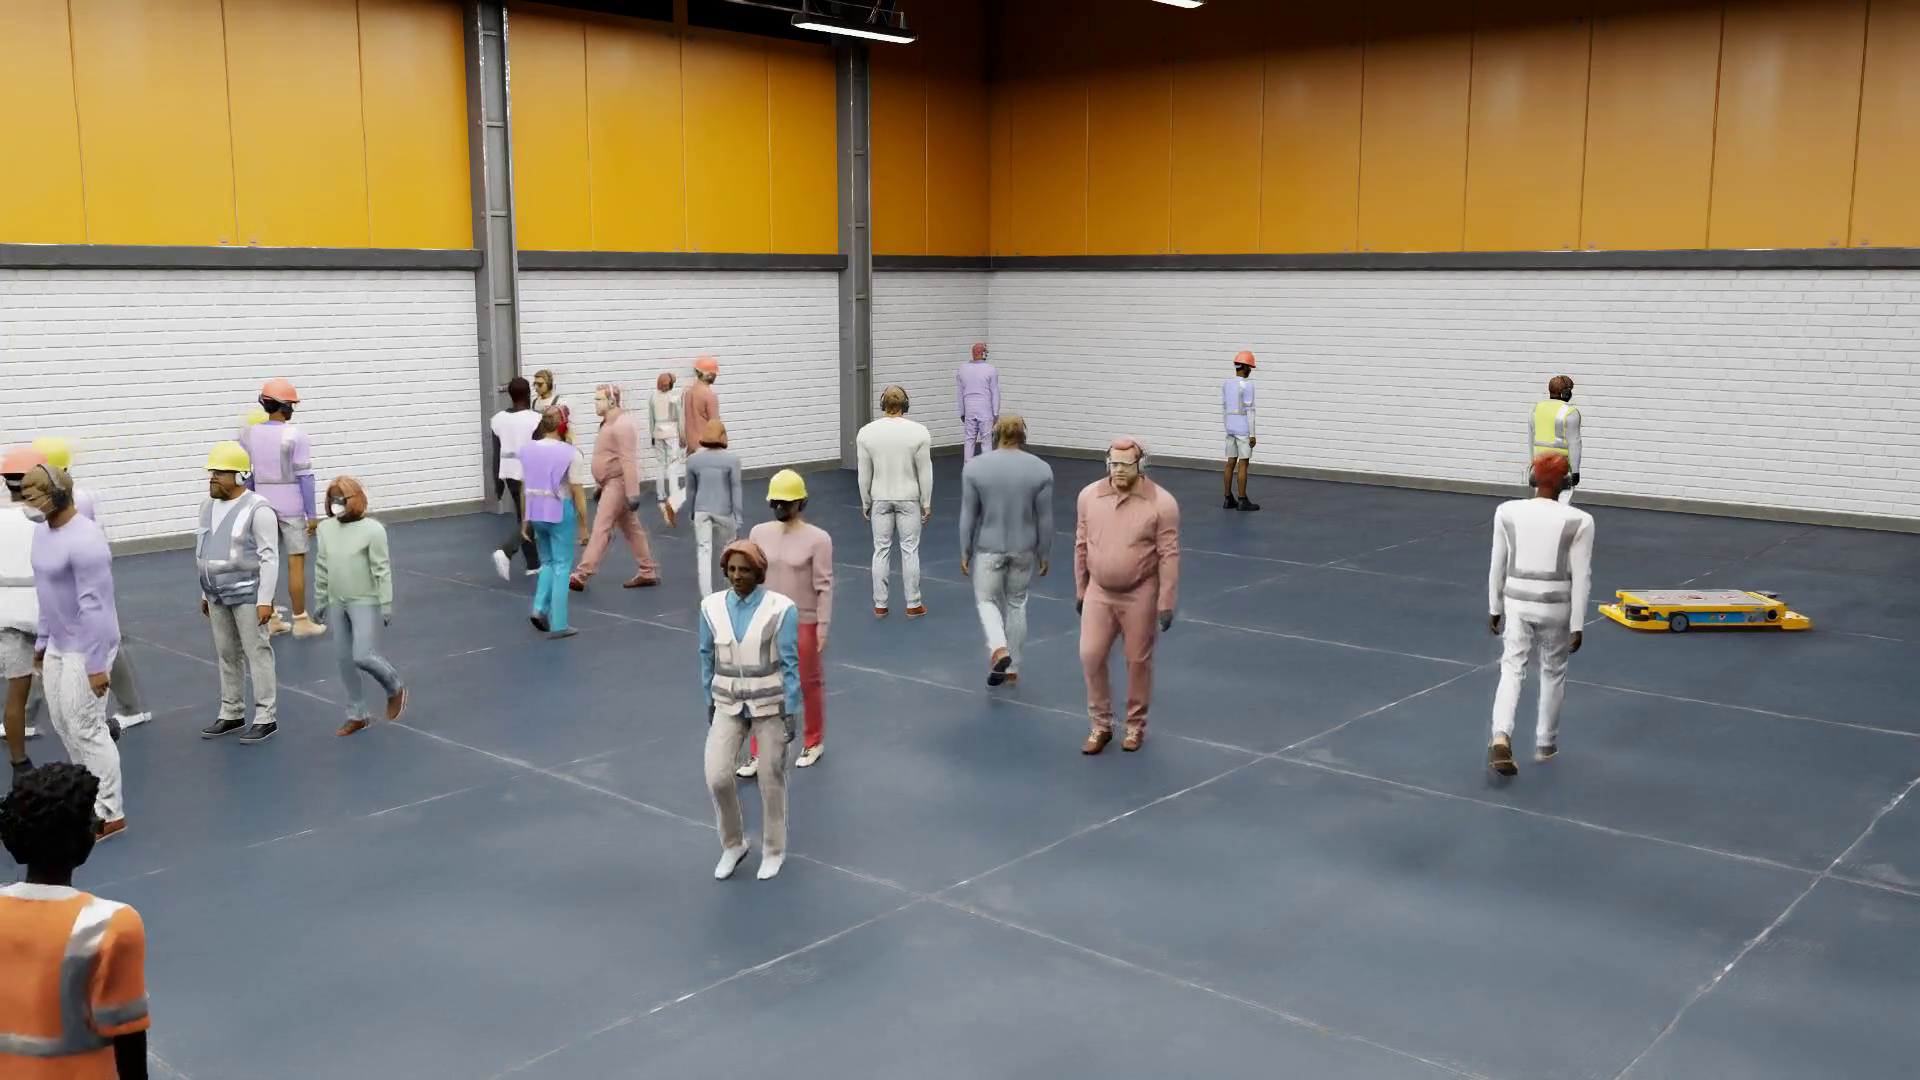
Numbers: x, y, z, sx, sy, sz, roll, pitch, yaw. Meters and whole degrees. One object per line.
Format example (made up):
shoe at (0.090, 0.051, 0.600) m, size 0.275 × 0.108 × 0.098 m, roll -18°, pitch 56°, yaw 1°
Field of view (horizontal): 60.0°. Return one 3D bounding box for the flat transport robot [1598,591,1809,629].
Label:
flat transport robot at (6.015, 0.559, 13.485) m, size 1.431 × 0.197 × 0.652 m, roll 0°, pitch 9°, yaw -1°

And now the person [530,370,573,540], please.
person at (-4.482, -0.902, 17.801) m, size 0.551 × 1.817 × 0.809 m, roll 5°, pitch 10°, yaw 29°

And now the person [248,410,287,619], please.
person at (-5.754, -0.203, 13.744) m, size 0.502 × 1.722 × 0.506 m, roll -7°, pitch 12°, yaw -39°

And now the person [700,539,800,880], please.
person at (-0.976, 0.802, 7.740) m, size 0.523 × 1.623 × 0.452 m, roll 2°, pitch 9°, yaw 13°

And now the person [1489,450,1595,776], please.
person at (3.272, 0.414, 9.460) m, size 0.577 × 1.858 × 0.884 m, roll 6°, pitch 11°, yaw 31°

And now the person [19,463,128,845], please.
person at (-4.398, 0.564, 8.289) m, size 0.649 × 1.918 × 0.409 m, roll 8°, pitch 12°, yaw 42°

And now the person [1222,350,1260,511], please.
person at (3.395, -1.316, 20.071) m, size 0.366 × 1.931 × 0.542 m, roll -5°, pitch 10°, yaw -30°

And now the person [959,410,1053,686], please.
person at (0.324, 0.085, 11.302) m, size 0.657 × 1.918 × 0.596 m, roll -1°, pitch 9°, yaw -8°

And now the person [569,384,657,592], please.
person at (-3.192, -0.460, 14.887) m, size 0.985 × 1.858 × 0.675 m, roll -3°, pitch 10°, yaw -21°

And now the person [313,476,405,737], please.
person at (-3.726, 0.403, 10.268) m, size 0.507 × 1.623 × 0.409 m, roll 4°, pitch 10°, yaw 21°

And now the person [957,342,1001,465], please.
person at (0.281, -1.779, 23.050) m, size 0.641 × 1.908 × 0.407 m, roll 5°, pitch 10°, yaw 27°

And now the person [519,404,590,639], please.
person at (-3.153, -0.138, 12.956) m, size 0.598 × 1.832 × 0.452 m, roll 4°, pitch 10°, yaw 24°

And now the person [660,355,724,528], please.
person at (-2.924, -1.075, 18.463) m, size 0.859 × 1.963 × 0.611 m, roll -6°, pitch 11°, yaw -32°

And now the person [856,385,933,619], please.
person at (-0.531, -0.309, 13.718) m, size 0.631 × 1.940 × 0.372 m, roll 1°, pitch 9°, yaw 8°

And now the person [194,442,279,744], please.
person at (-4.405, 0.317, 10.106) m, size 0.591 × 1.837 × 0.403 m, roll 4°, pitch 10°, yaw 25°

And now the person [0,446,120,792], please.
person at (-5.146, 0.417, 9.337) m, size 0.565 × 1.878 × 0.996 m, roll 0°, pitch 9°, yaw -2°

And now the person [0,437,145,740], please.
person at (-5.466, 0.308, 10.076) m, size 0.596 × 1.863 × 0.948 m, roll 7°, pitch 11°, yaw 37°

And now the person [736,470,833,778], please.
person at (-1.002, 0.481, 9.379) m, size 0.562 × 1.739 × 0.776 m, roll 3°, pitch 10°, yaw 19°

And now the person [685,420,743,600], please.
person at (-2.087, -0.235, 14.299) m, size 0.526 × 1.589 × 0.818 m, roll 1°, pitch 9°, yaw 7°

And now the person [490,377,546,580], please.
person at (-4.106, -0.570, 15.498) m, size 0.598 × 1.900 × 0.802 m, roll 4°, pitch 10°, yaw 26°

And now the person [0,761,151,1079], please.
person at (-2.156, 1.365, 4.007) m, size 0.536 × 1.688 × 0.392 m, roll 2°, pitch 9°, yaw 10°

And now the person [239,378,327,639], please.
person at (-5.278, -0.245, 12.999) m, size 0.615 × 2.038 × 0.395 m, roll 3°, pitch 9°, yaw 16°

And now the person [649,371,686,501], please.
person at (-3.653, -1.282, 20.774) m, size 0.517 × 1.643 × 0.308 m, roll 4°, pitch 10°, yaw 25°

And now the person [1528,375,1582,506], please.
person at (5.958, -0.720, 16.604) m, size 0.429 × 1.845 × 0.622 m, roll -5°, pitch 10°, yaw -27°

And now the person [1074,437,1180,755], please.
person at (0.944, 0.340, 9.784) m, size 0.669 × 1.885 × 0.657 m, roll 4°, pitch 10°, yaw 22°
